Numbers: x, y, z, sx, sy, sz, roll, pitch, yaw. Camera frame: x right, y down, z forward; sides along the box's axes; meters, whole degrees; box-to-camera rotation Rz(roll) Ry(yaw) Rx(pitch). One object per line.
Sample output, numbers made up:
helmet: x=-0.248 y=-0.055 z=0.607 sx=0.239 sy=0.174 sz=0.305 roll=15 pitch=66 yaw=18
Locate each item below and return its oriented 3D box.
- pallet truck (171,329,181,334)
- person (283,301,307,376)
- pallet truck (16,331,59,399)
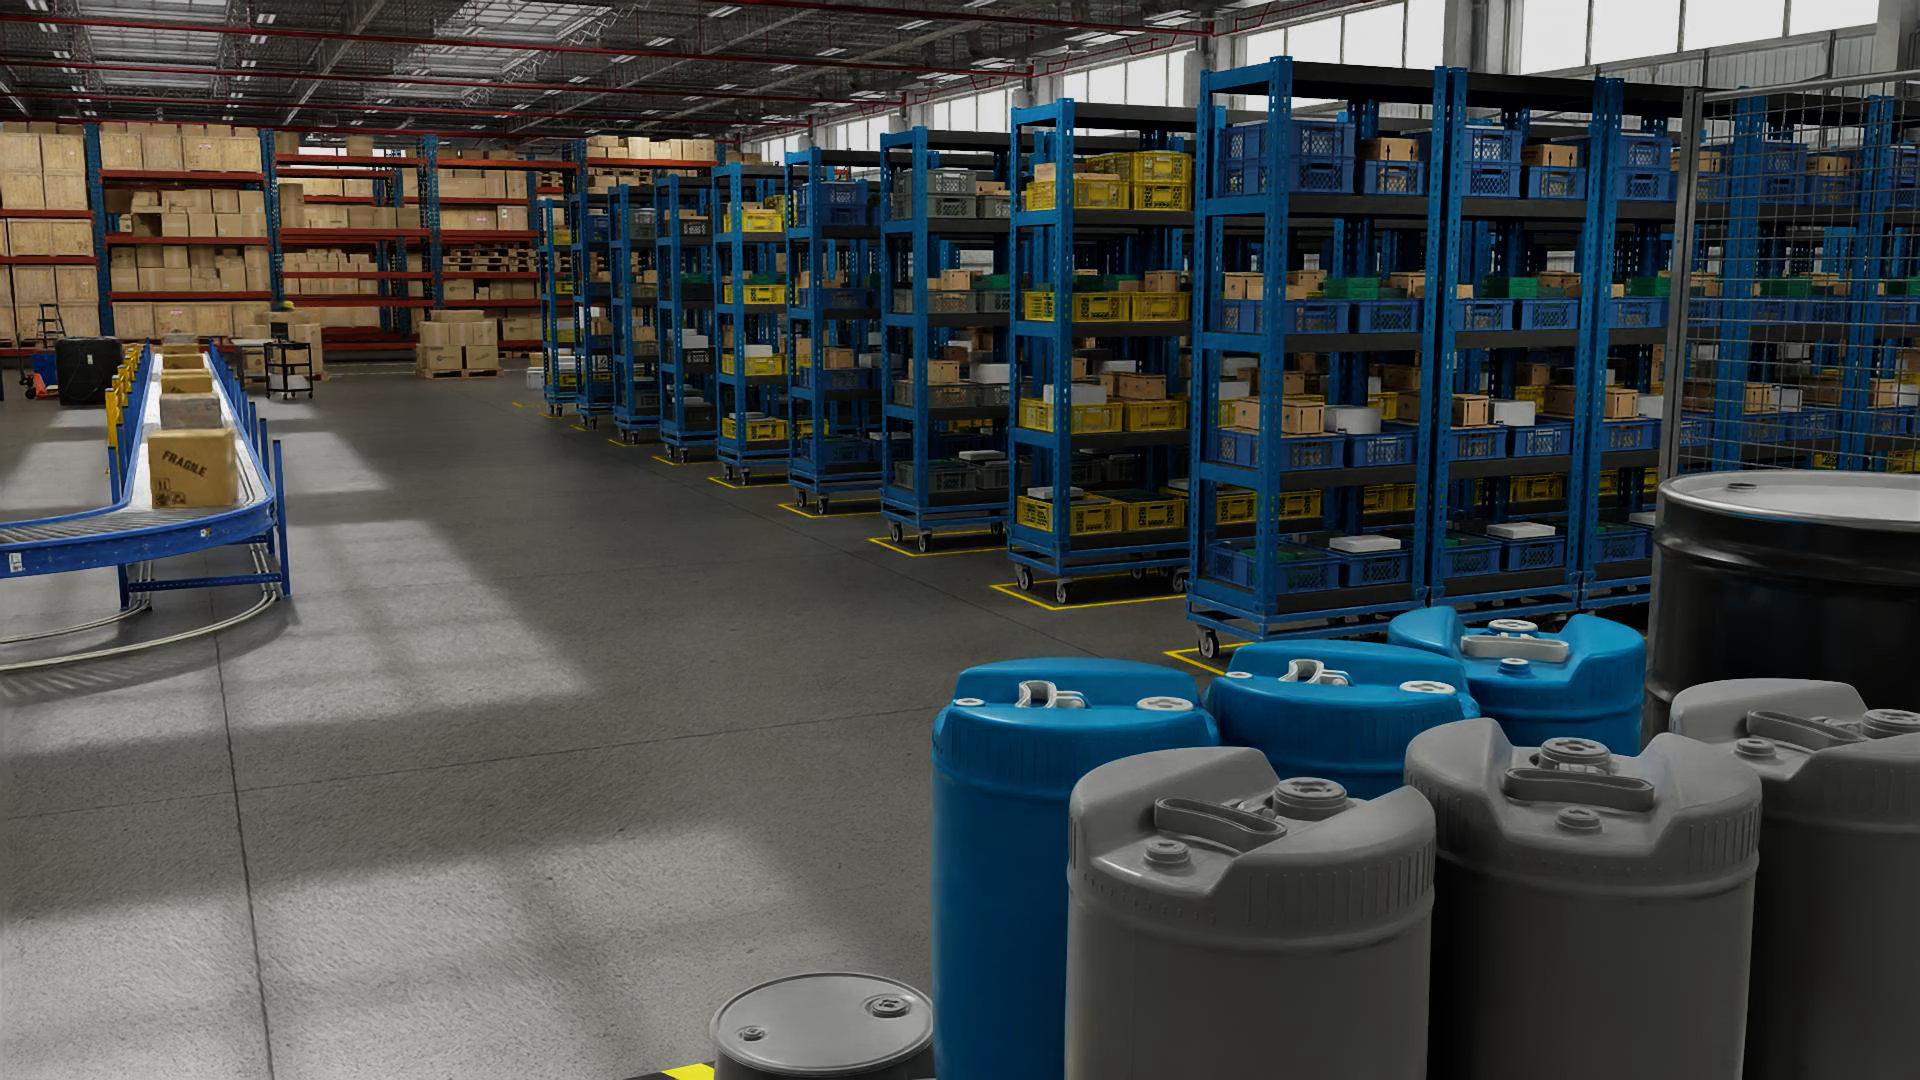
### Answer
pallet truck: x=-17.275 y=-3.851 z=35.096 sx=1.601 sy=1.201 sz=0.680 roll=0 pitch=9 yaw=1
person: x=-15.396 y=-4.629 z=38.376 sx=0.785 sy=1.734 sz=0.528 roll=-3 pitch=10 yaw=-20
pallet truck: x=-17.082 y=-3.353 z=31.781 sx=1.630 sy=1.274 sz=0.653 roll=-4 pitch=10 yaw=-25
